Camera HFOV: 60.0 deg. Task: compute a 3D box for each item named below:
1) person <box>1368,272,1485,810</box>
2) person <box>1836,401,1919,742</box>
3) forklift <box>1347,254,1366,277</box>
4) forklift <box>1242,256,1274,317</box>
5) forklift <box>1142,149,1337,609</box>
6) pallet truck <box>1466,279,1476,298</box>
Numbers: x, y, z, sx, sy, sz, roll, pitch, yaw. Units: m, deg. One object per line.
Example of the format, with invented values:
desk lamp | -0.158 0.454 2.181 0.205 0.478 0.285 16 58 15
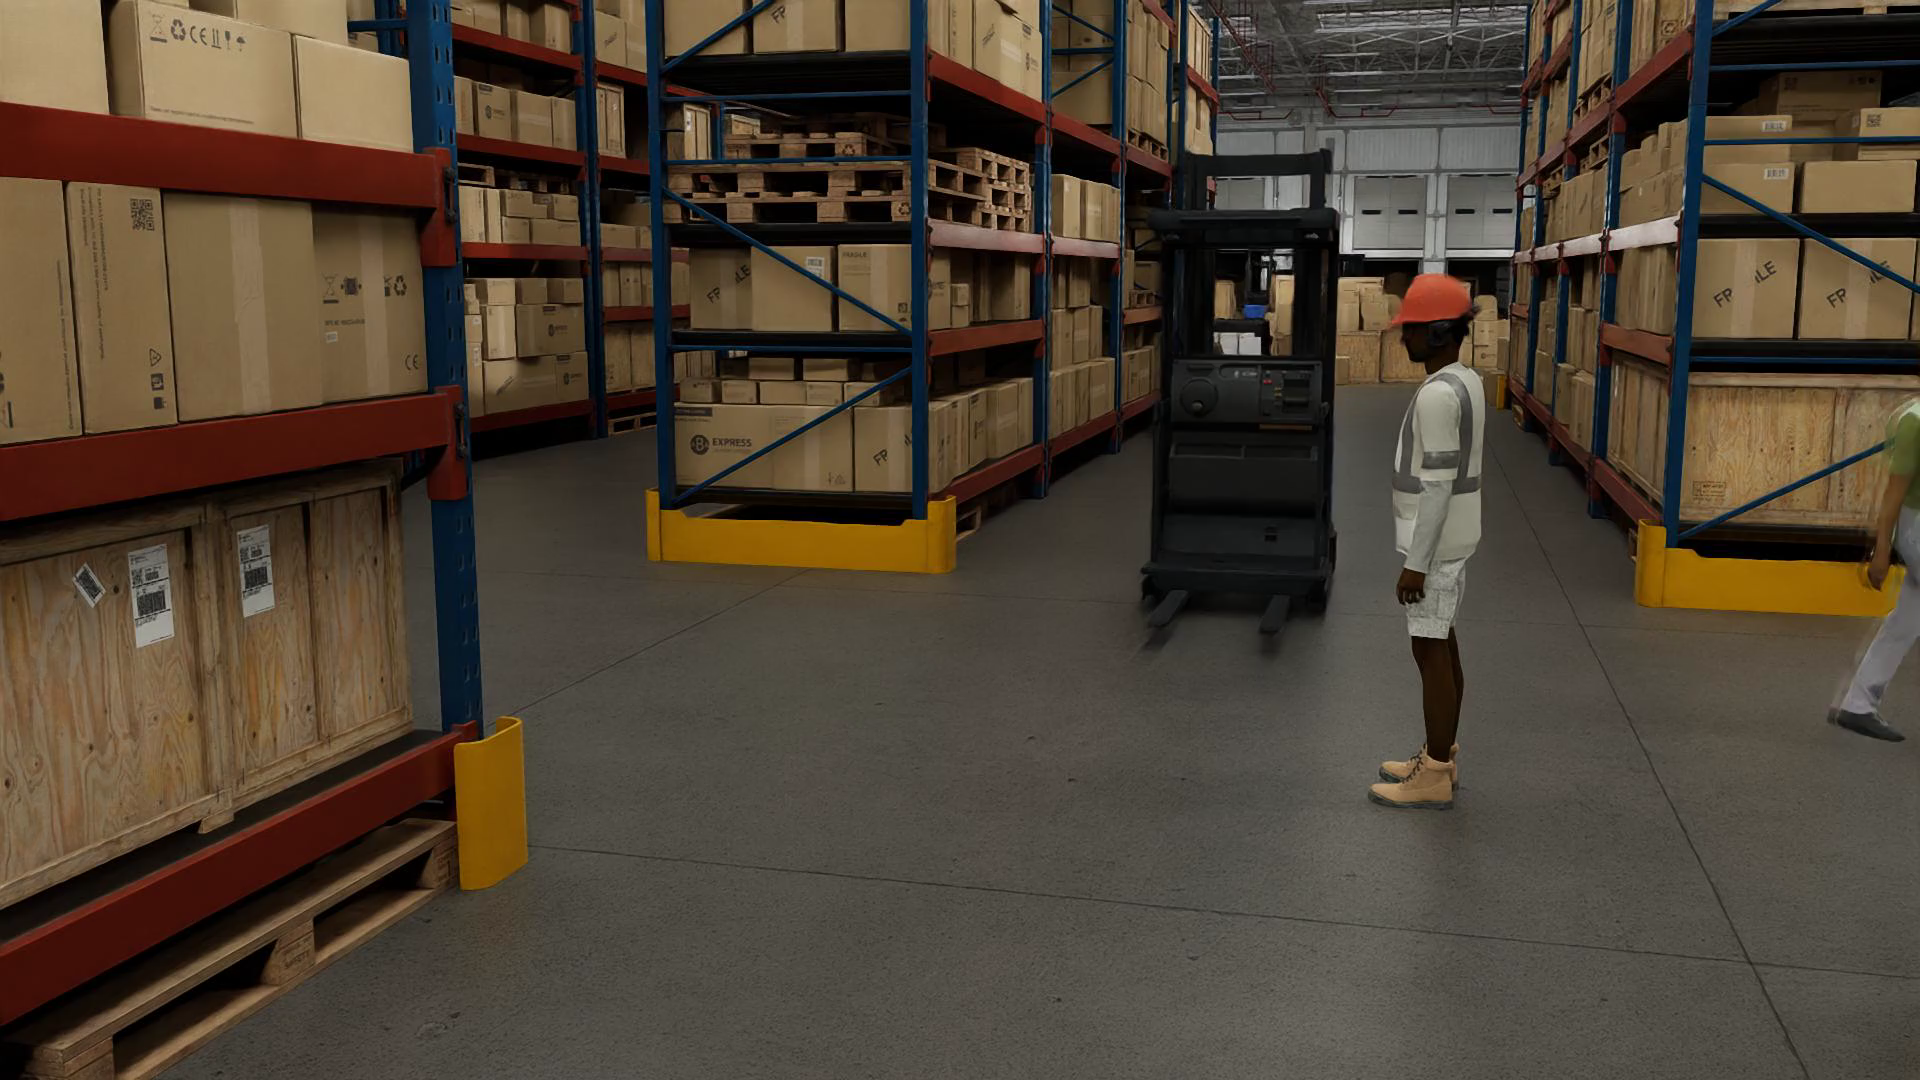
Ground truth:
person | 1.793 0.010 6.363 0.371 2.044 0.608 4 10 23
person | 4.189 0.036 6.987 0.583 1.786 0.984 -5 10 -29
forklift | 13.074 -8.074 55.067 1.873 2.768 1.129 0 9 -2
forklift | 10.671 -8.733 59.252 1.129 2.768 1.873 2 9 15
forklift | 1.896 -1.108 10.810 1.129 2.768 1.873 2 9 15
pallet truck | 18.896 -8.459 60.307 1.885 1.965 0.823 5 10 31
